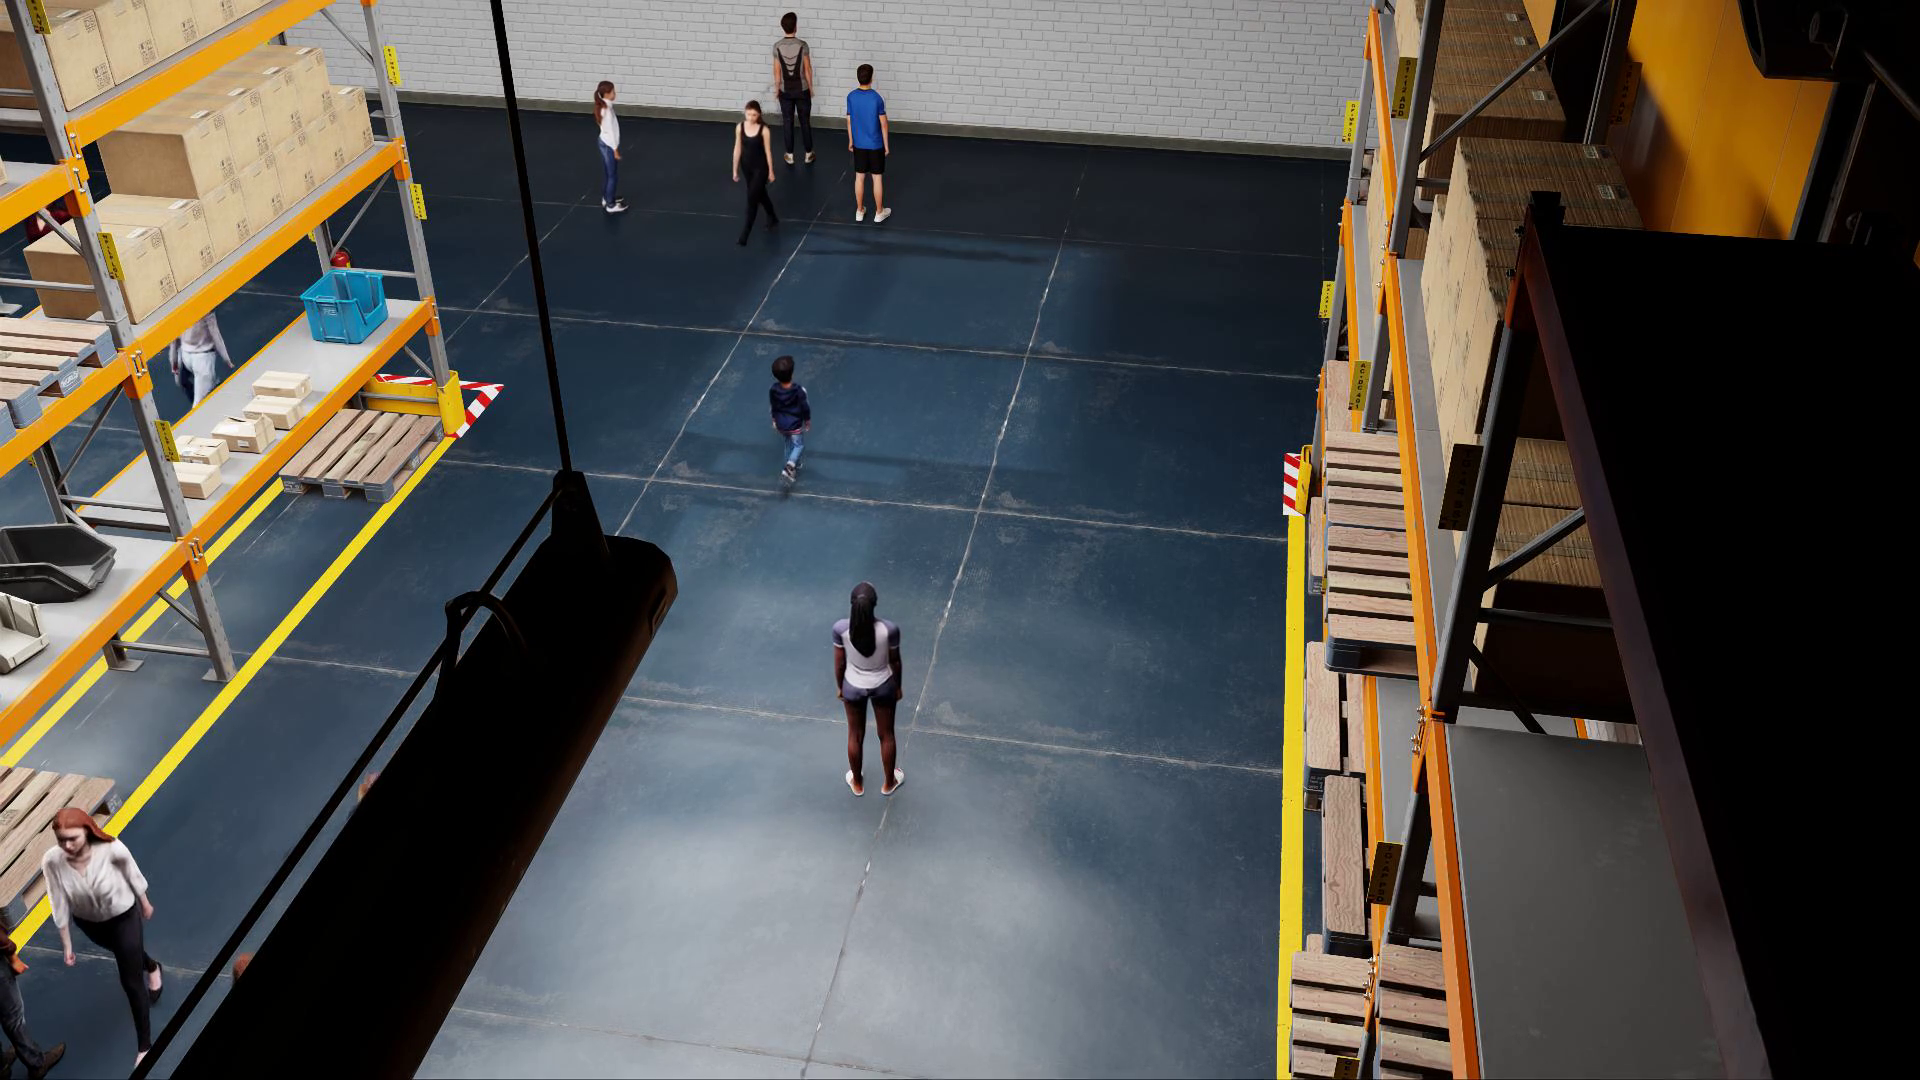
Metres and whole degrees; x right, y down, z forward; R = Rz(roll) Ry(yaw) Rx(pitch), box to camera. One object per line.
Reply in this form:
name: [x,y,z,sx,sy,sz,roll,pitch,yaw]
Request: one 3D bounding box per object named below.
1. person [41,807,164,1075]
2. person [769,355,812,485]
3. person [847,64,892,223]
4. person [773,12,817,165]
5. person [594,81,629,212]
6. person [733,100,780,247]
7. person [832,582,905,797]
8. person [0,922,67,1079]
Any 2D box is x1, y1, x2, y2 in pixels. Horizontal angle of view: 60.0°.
person: [-4.796,2.127,9.437,0.873,1.706,1.204,-5,34,-8]
person: [-1.512,-1.045,14.652,0.577,1.216,0.712,11,35,15]
person: [-1.082,-4.663,19.509,0.648,1.866,0.571,7,34,10]
person: [-2.098,-5.713,21.066,0.700,1.891,0.638,-1,34,-2]
person: [-4.210,-4.718,19.879,0.684,1.548,0.599,-12,36,-18]
person: [-2.303,-4.240,19.087,0.830,1.629,1.218,15,37,22]
person: [-0.612,0.999,11.121,0.642,1.722,0.616,0,34,0]
person: [-5.396,2.309,9.095,0.666,1.782,0.555,2,34,3]
